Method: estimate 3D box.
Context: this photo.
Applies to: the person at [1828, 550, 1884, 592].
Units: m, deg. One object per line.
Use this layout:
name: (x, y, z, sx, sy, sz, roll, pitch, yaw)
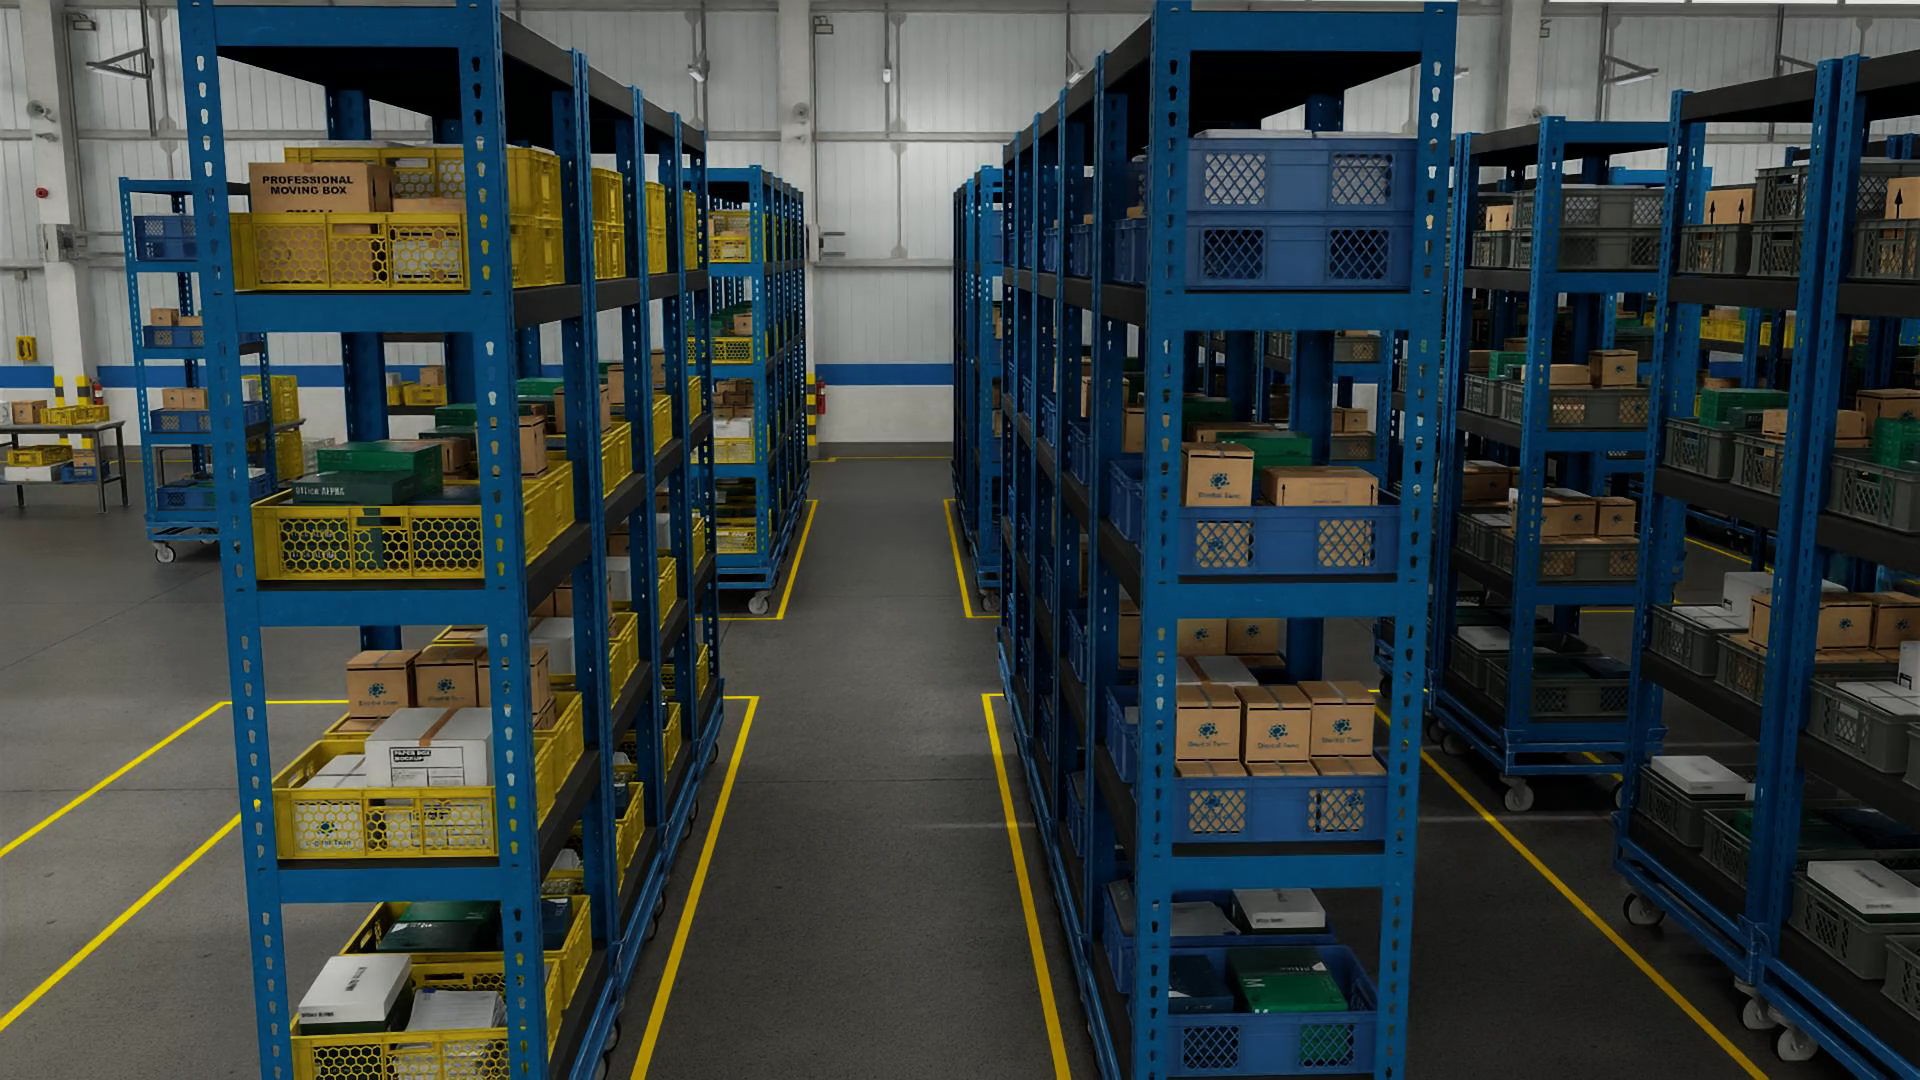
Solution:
person: (7.216, -0.255, 13.418, 0.644, 1.776, 1.012, -3, 10, -16)
